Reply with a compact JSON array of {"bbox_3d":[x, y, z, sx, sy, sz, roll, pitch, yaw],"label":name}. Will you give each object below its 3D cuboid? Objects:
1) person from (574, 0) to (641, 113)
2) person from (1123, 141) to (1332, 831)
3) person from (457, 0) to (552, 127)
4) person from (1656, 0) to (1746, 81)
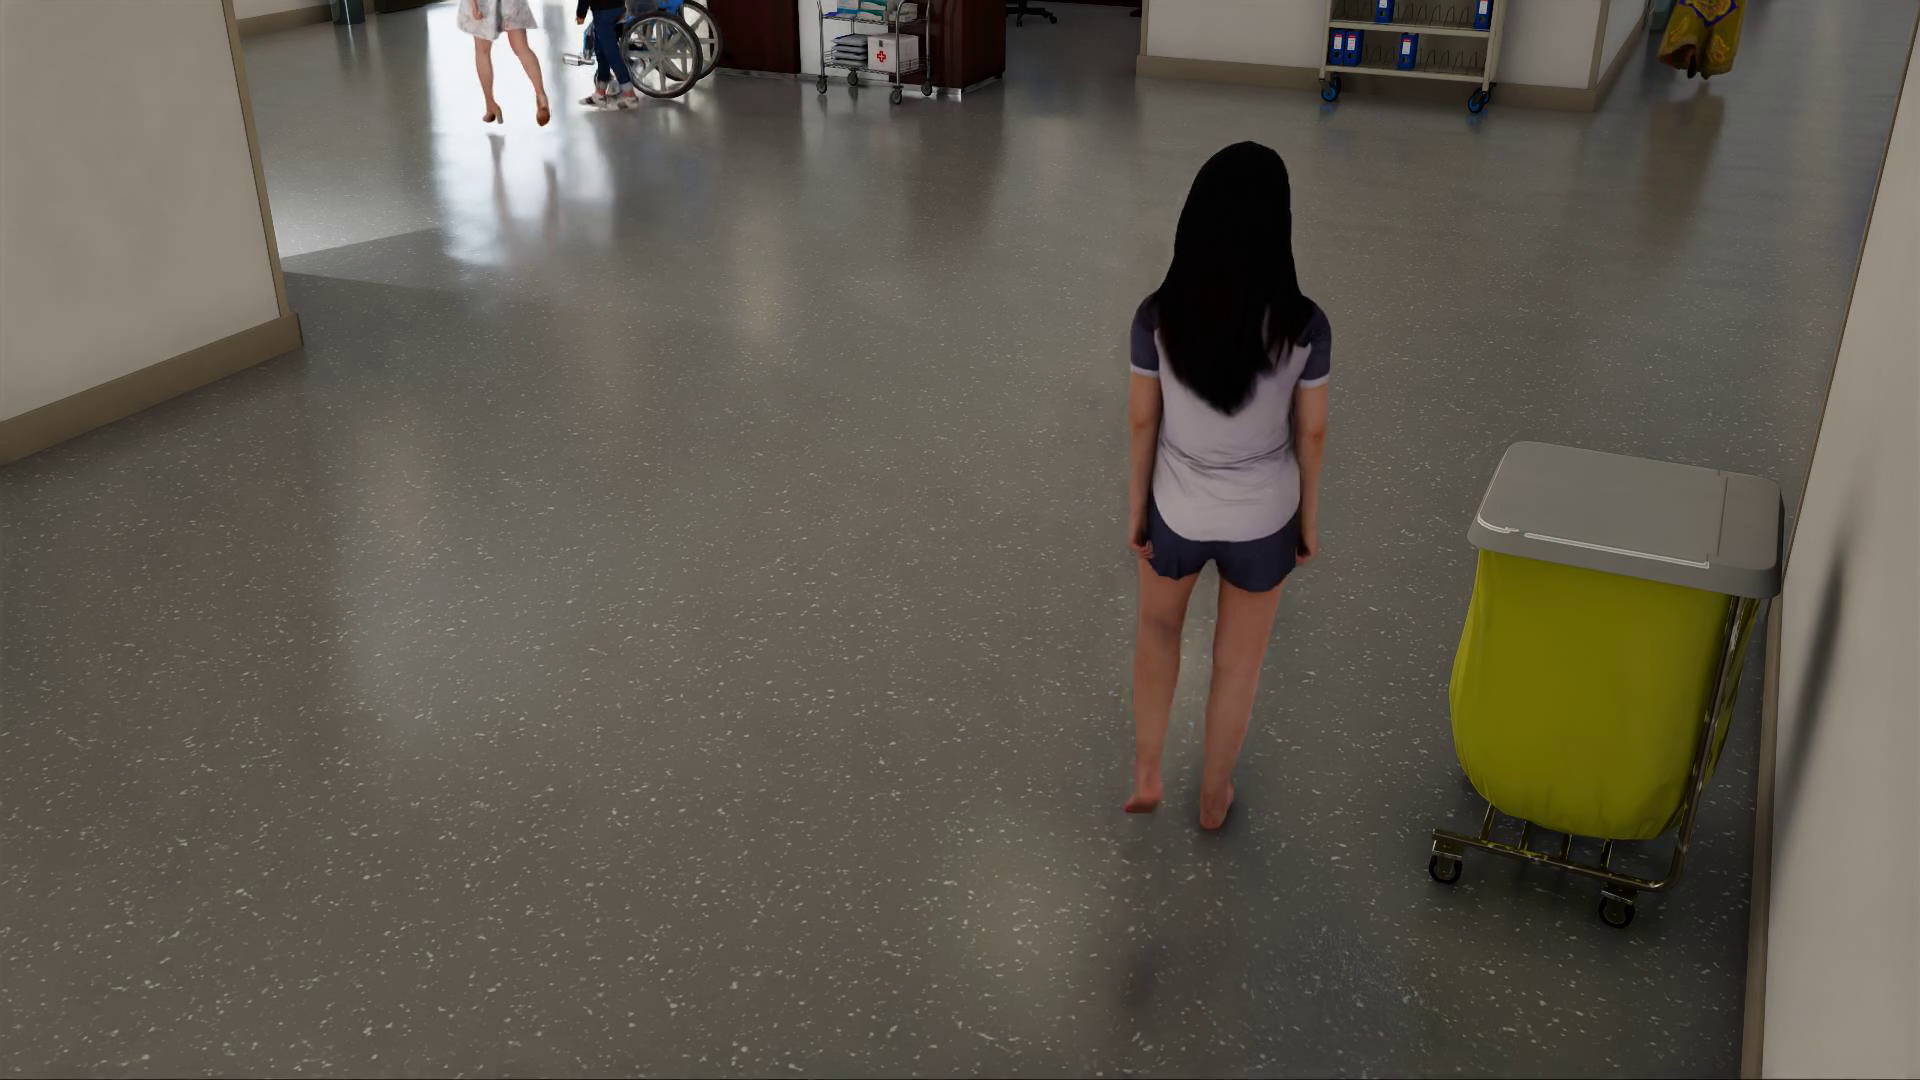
[{"bbox_3d":[-2.471,-3.811,11.910,0.797,1.462,0.682,4,26,8],"label":"person"},{"bbox_3d":[0.583,-0.027,3.791,0.657,1.699,0.718,7,27,14],"label":"person"},{"bbox_3d":[-3.052,-3.587,11.127,0.968,1.739,1.240,-19,32,-34],"label":"person"},{"bbox_3d":[5.809,-4.327,12.785,1.131,1.632,0.795,12,28,23],"label":"person"}]
